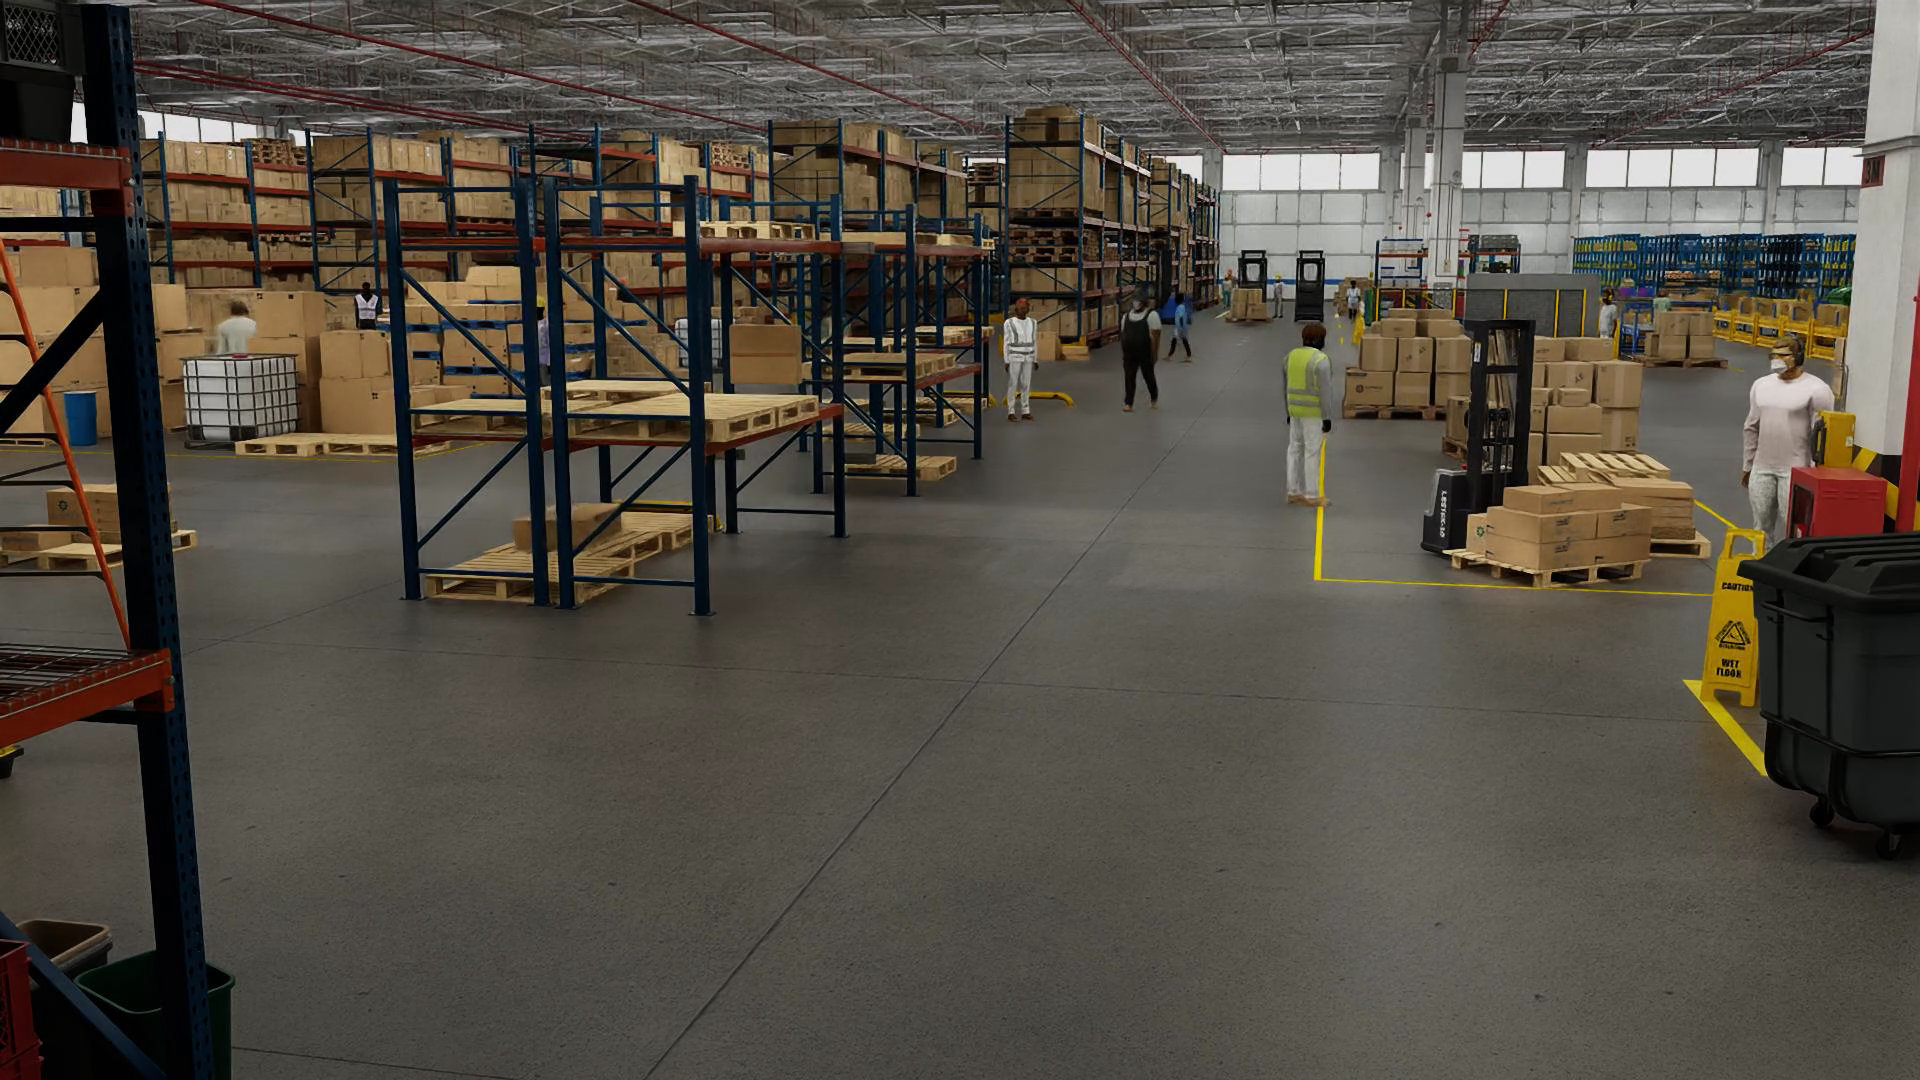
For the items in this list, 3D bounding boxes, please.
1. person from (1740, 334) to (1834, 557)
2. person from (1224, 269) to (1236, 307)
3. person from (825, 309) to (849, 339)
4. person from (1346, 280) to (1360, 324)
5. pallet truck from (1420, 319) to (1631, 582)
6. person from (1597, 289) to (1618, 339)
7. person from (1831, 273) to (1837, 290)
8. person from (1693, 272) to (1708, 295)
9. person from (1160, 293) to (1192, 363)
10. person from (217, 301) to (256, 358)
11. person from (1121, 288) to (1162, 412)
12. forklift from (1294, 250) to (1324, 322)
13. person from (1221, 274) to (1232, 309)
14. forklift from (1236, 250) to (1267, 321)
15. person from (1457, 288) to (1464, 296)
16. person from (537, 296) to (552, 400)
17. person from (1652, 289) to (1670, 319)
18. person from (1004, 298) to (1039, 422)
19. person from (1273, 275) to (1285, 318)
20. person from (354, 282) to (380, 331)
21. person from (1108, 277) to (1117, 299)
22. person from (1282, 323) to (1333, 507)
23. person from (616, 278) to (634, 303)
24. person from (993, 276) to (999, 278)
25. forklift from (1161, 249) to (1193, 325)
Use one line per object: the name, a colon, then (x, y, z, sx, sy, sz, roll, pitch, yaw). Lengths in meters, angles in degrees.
person: (5.940, -0.511, 12.017, 0.352, 1.937, 0.635, -6, 11, -30)
person: (14.099, -13.149, 86.851, 0.621, 1.942, 1.030, 2, 10, 9)
person: (-2.436, -3.820, 32.532, 0.523, 1.621, 0.614, 6, 11, 30)
person: (15.097, -9.152, 63.918, 0.541, 1.684, 0.509, 1, 10, 9)
pallet truck: (4.543, -0.757, 13.299, 0.823, 1.965, 1.885, -4, 10, -22)
person: (13.112, -4.152, 33.767, 0.328, 1.876, 0.515, -2, 10, -14)
person: (41.883, -11.825, 79.331, 0.669, 1.821, 0.606, 3, 10, 19)
person: (34.426, -11.512, 77.293, 0.653, 1.887, 1.022, 2, 10, 10)
person: (5.186, -5.076, 39.833, 0.841, 1.656, 0.550, 2, 10, 14)
person: (-10.410, -2.527, 24.178, 0.649, 1.876, 1.033, -1, 10, -6)
person: (2.955, -3.122, 27.176, 0.698, 2.000, 0.880, 4, 11, 25)
forklift: (13.778, -10.002, 65.433, 1.129, 2.768, 1.873, 2, 10, 12)
person: (13.382, -12.470, 83.433, 0.528, 1.744, 0.789, 3, 10, 15)
forklift: (11.351, -9.837, 64.455, 1.129, 2.768, 1.873, 2, 10, 12)
person: (19.829, -9.492, 65.879, 0.936, 1.702, 0.540, -1, 10, -4)
person: (-6.297, -2.700, 25.009, 0.584, 1.928, 0.372, 9, 13, 44)
person: (20.591, -6.568, 48.907, 0.495, 1.588, 0.870, 2, 10, 11)
person: (0.934, -2.746, 25.412, 0.584, 1.881, 0.339, -5, 11, -28)
person: (13.445, -10.281, 70.227, 0.404, 1.823, 0.591, -8, 12, -38)
person: (-14.789, -5.478, 41.526, 0.587, 1.911, 0.397, -4, 11, -24)
person: (5.454, -8.634, 60.211, 0.840, 1.913, 0.546, 1, 10, 8)
person: (3.518, -1.256, 16.722, 0.429, 1.839, 0.633, -6, 11, -30)
person: (-8.575, -5.656, 42.340, 0.608, 1.987, 0.391, -2, 10, -10)
person: (2.107, -14.368, 94.127, 0.633, 1.914, 0.416, -5, 11, -29)
forklift: (7.646, -9.320, 61.395, 1.873, 2.768, 1.129, 2, 10, 11)
